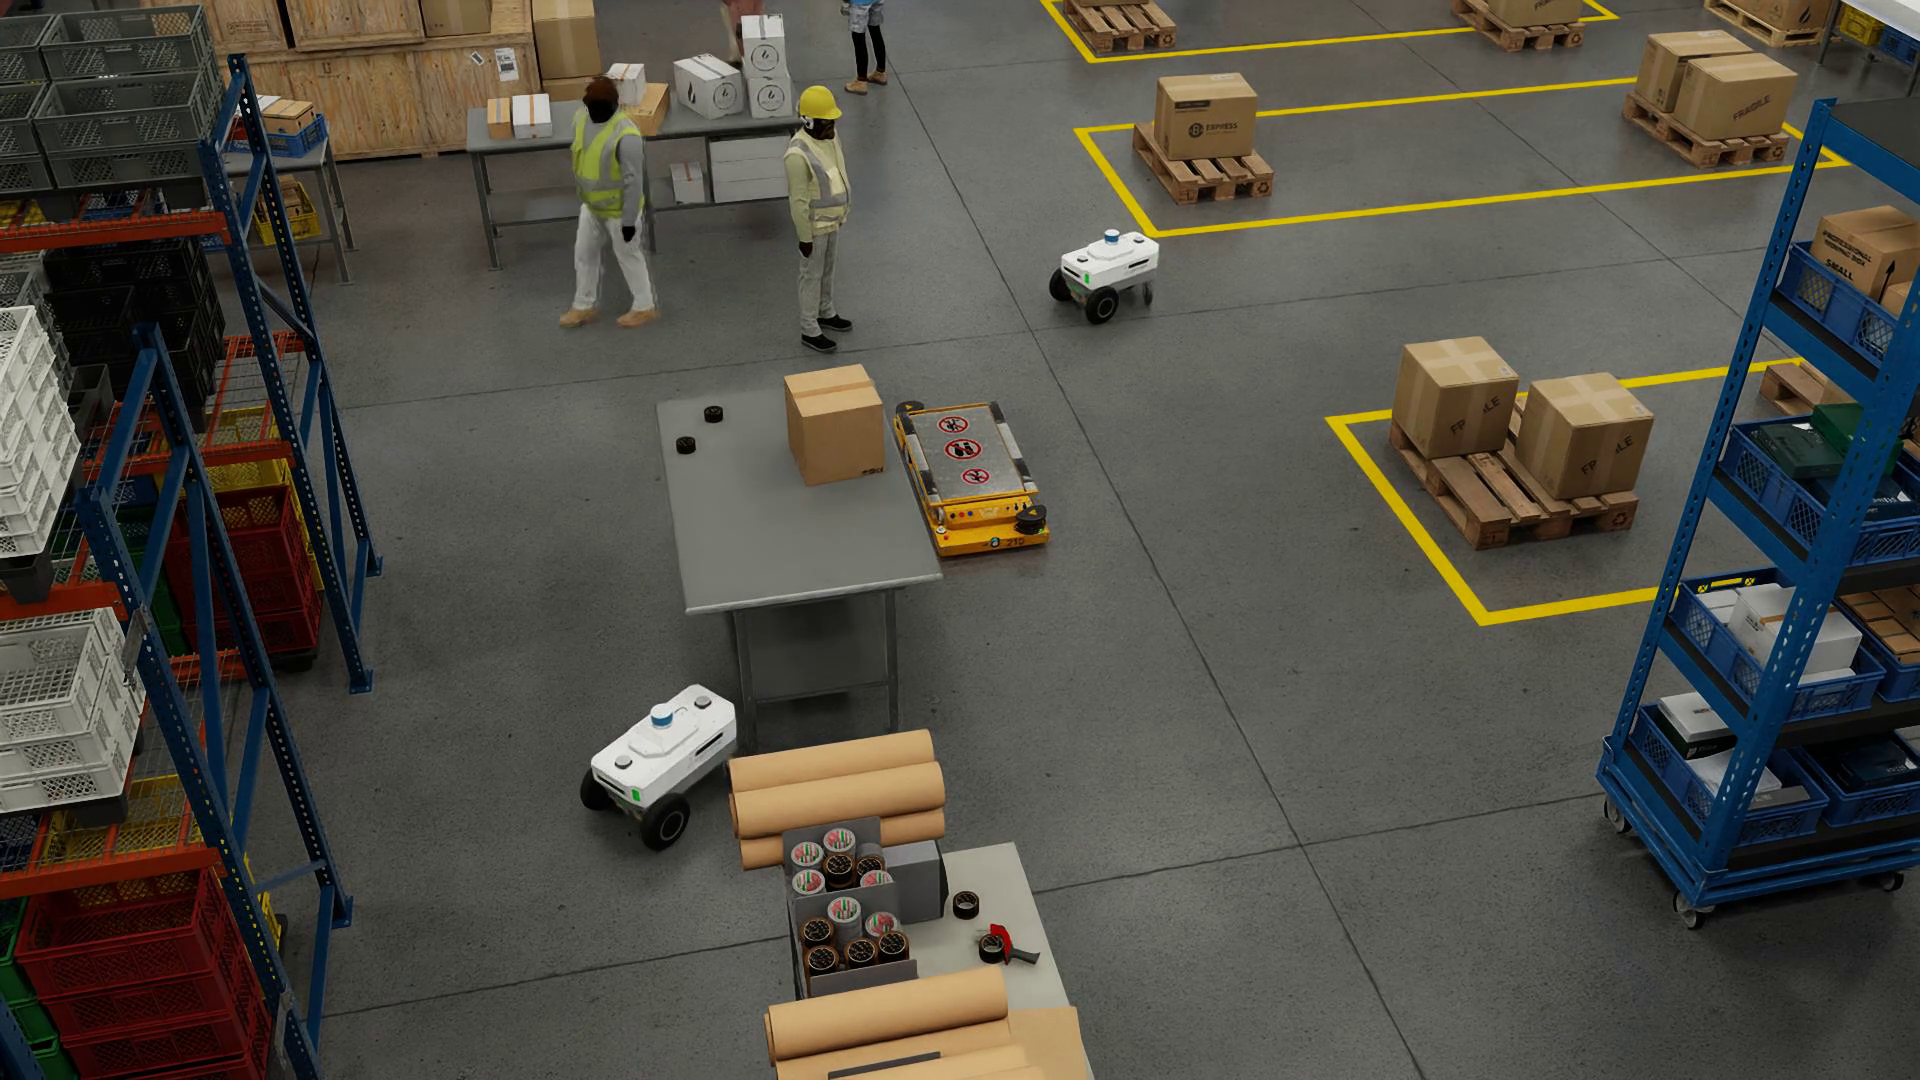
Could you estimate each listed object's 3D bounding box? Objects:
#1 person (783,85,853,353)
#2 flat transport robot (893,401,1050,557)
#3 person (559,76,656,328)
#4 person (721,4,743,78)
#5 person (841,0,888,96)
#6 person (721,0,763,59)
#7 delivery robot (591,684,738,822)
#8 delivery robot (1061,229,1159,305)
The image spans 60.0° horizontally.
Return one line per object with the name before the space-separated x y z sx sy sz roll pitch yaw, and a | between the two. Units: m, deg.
person | -0.928 -2.159 11.133 0.403 1.830 0.598 12 38 15
flat transport robot | 0.046 -0.430 10.108 0.652 0.197 1.431 -8 37 -10
person | -2.470 -2.221 11.239 0.658 1.803 0.701 30 46 34
person | -2.057 -5.073 15.034 0.706 1.844 0.531 1 37 2
person | -0.853 -4.866 14.892 0.320 1.690 0.537 23 42 27
person | -1.887 -4.588 14.334 0.407 1.912 0.645 -5 37 -7
delivery robot | -1.393 0.986 7.893 0.477 0.478 0.707 25 43 29
delivery robot | 1.073 -1.980 11.880 0.707 0.478 0.477 -23 42 -28
